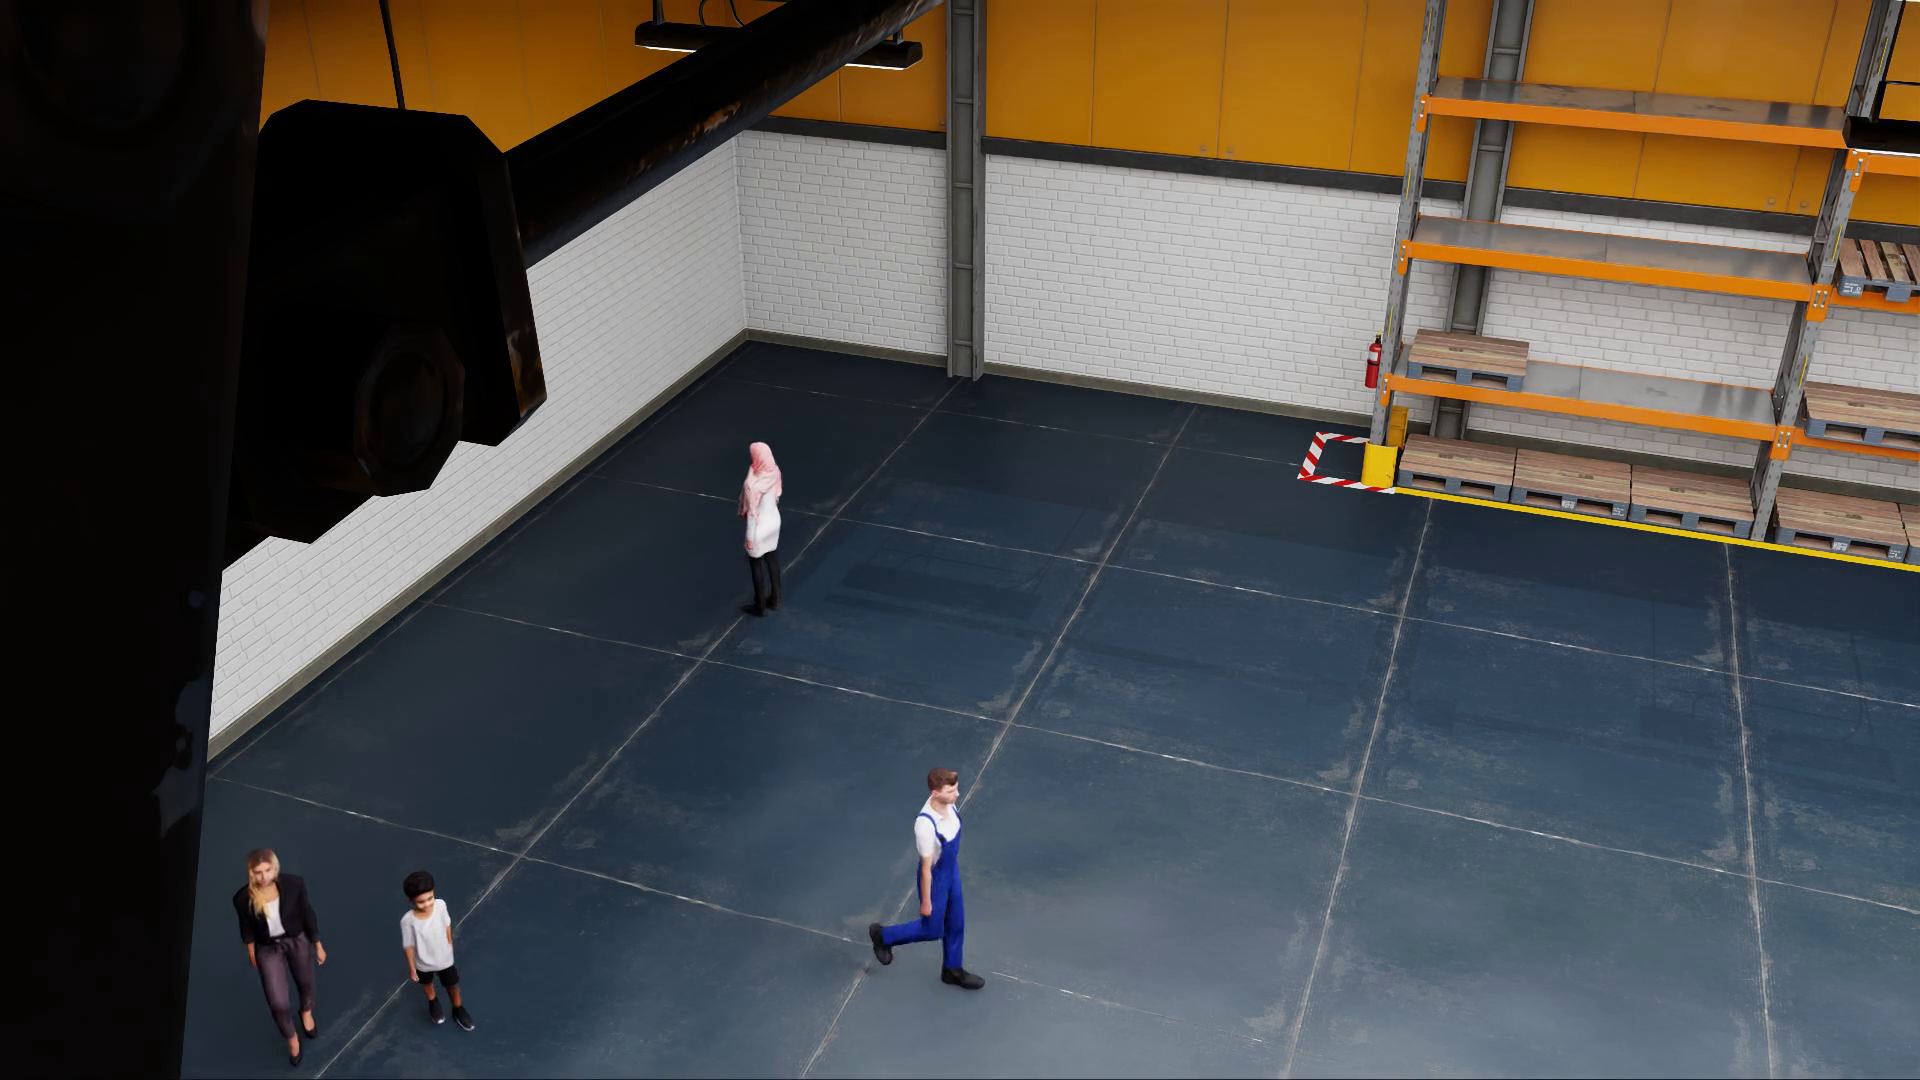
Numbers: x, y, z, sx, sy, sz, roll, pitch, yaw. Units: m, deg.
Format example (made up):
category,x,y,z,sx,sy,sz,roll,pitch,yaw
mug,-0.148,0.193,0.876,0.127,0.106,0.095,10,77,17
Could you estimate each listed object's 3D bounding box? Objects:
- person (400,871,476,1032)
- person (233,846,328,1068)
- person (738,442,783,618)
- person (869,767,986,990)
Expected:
category,x,y,z,sx,sy,sz,roll,pitch,yaw
person,-3.585,2.710,11.161,0.674,1.243,0.746,-16,33,-27
person,-4.432,2.625,10.888,0.766,1.656,0.823,-16,33,-27
person,-1.831,-0.110,15.748,0.700,1.802,0.705,19,34,31
person,-0.228,2.287,11.320,1.049,1.834,0.638,11,30,18
